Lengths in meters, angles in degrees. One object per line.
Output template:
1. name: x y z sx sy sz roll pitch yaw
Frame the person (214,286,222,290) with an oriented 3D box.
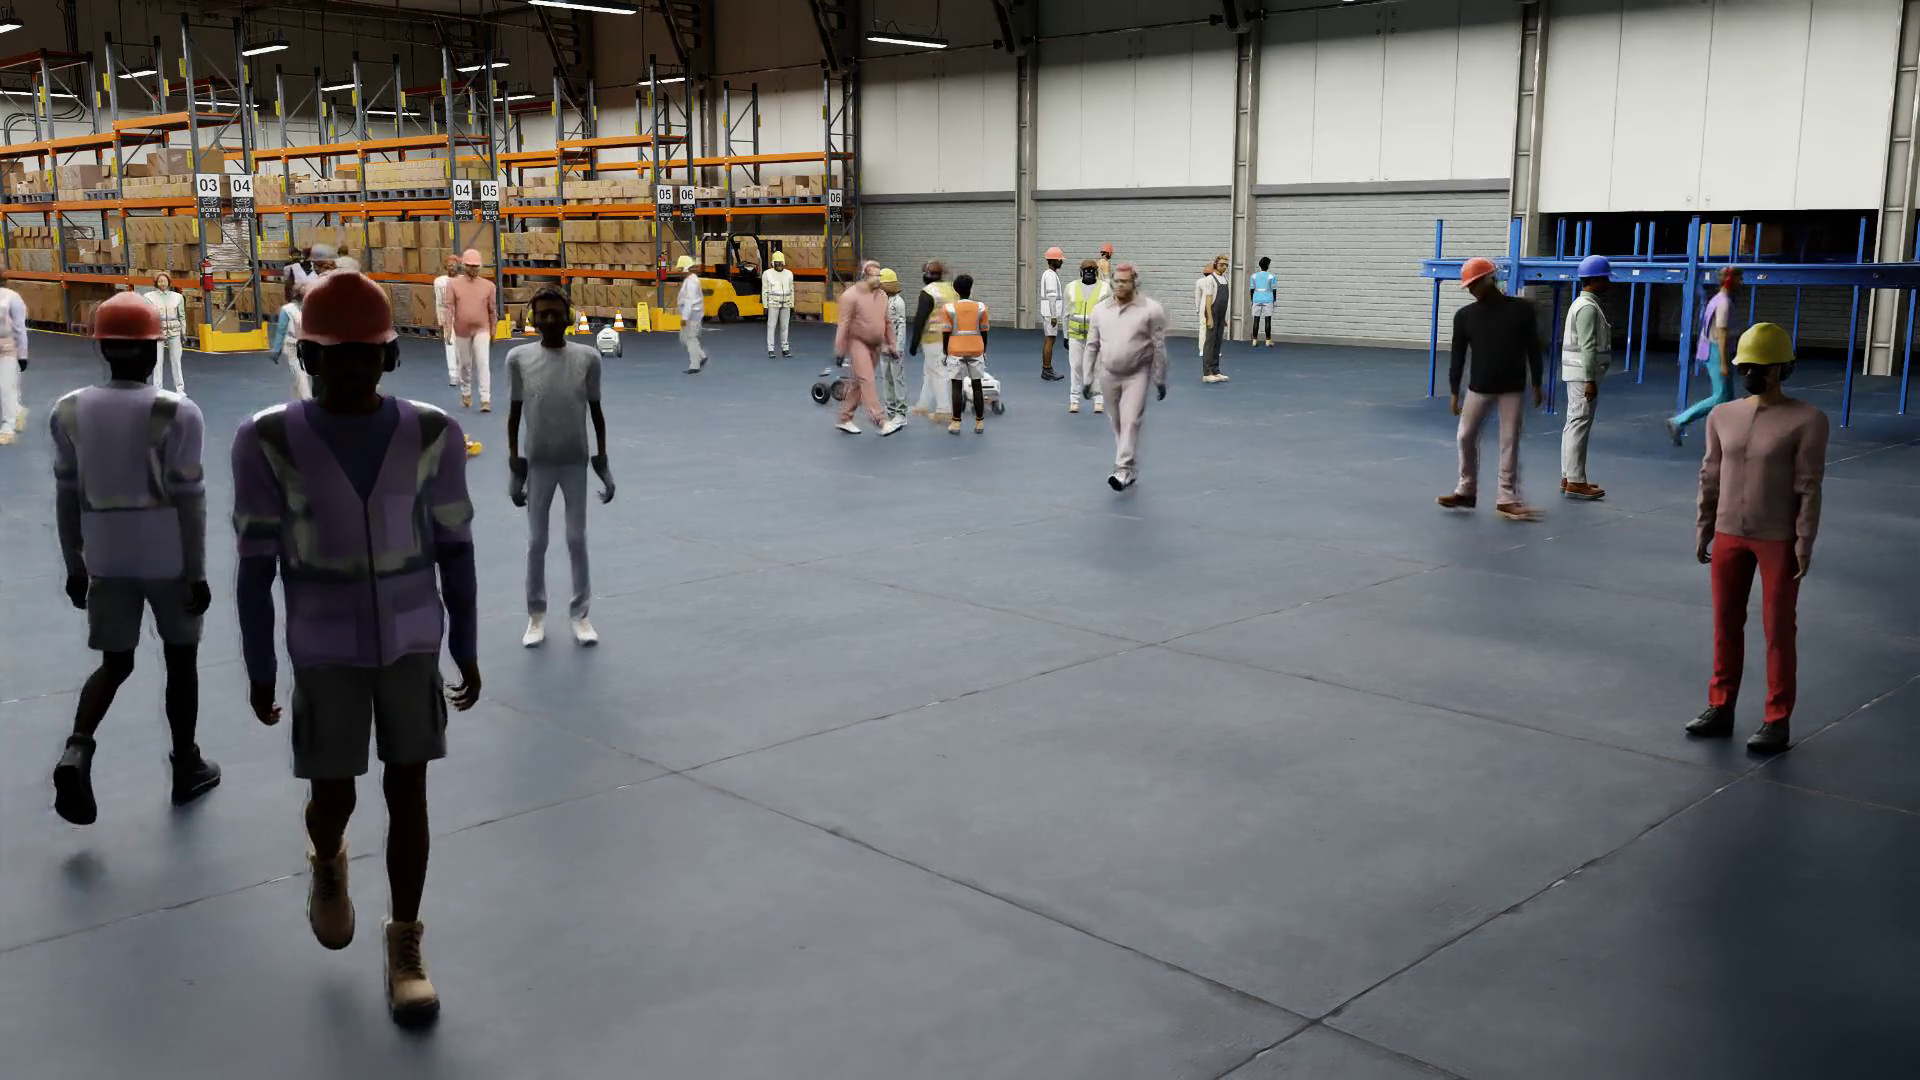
1. person: -20.860 -7.435 46.967 0.716 1.908 0.591 -5 12 -26

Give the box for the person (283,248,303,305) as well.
1. person: -12.228 -4.451 30.759 0.519 1.874 0.326 -4 11 -22

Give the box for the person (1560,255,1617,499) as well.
1. person: 5.085 -1.329 13.520 0.380 1.951 0.605 3 11 14

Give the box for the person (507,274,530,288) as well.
1. person: -12.889 -7.751 48.647 0.655 1.906 0.900 -6 12 -32

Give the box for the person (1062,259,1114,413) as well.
1. person: 1.532 -2.446 19.947 0.619 1.835 0.430 2 11 13

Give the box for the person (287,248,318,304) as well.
1. person: -12.025 -4.421 30.592 0.655 1.872 0.632 -6 12 -29

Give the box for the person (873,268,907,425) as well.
1. person: -0.786 -2.154 18.589 0.322 1.741 0.490 -6 12 -31

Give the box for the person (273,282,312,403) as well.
1. person: -7.417 -2.108 18.738 0.864 1.584 0.561 7 12 33

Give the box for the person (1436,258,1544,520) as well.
1. person: 4.028 -1.144 12.549 0.744 1.943 0.402 5 11 24

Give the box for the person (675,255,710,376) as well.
1. person: -4.085 -3.396 25.191 0.440 1.810 0.587 -3 11 -15

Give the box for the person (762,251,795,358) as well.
1. person: -3.150 -4.104 28.974 0.600 1.829 0.404 -6 12 -28

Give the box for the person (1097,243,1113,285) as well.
1. person: 3.022 -5.193 34.622 0.353 1.939 0.544 -3 11 -15

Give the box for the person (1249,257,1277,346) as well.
1. person: 5.802 -4.553 31.795 0.541 1.695 0.315 5 12 27

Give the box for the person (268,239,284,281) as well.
1. person: -19.654 -7.693 48.086 0.956 2.008 0.654 -8 13 -36

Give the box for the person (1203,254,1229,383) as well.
1. person: 3.725 -3.216 24.112 0.347 1.841 0.505 8 13 37

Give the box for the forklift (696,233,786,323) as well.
1. forklift: -5.496 -6.489 41.108 2.313 2.155 1.214 -10 14 -44

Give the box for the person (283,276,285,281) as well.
1. person: -19.714 -7.839 49.276 0.691 1.865 0.533 -2 11 -13

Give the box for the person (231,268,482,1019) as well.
1. person: -1.643 0.273 4.579 0.621 2.028 0.583 -6 12 -30

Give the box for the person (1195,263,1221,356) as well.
1. person: 4.365 -4.031 29.125 0.501 1.631 0.285 5 12 26

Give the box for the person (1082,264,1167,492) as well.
1. person: 1.319 -1.332 13.762 0.675 1.859 0.985 5 12 25

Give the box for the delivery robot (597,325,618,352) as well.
1. delivery robot: -6.200 -3.542 29.257 0.477 0.478 0.707 -2 10 -10

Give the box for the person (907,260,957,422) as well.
1. person: -0.408 -2.277 19.040 0.764 1.815 0.646 6 12 28

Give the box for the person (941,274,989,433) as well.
1. person: 0.051 -1.999 17.858 0.536 1.699 0.322 -3 11 -14

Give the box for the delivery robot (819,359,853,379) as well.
1. delivery robot: -1.459 -2.177 21.107 0.698 0.223 0.335 6 12 31

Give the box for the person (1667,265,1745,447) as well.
1. person: 7.296 -1.746 16.124 0.633 1.824 0.579 5 11 25

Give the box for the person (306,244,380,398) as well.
1. person: -7.390 -2.475 19.639 0.827 2.000 0.689 1 10 7

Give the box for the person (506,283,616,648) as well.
1. person: -2.083 -0.390 8.624 0.527 1.873 0.320 -3 11 -16

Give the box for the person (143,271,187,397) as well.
1. person: -10.341 -2.664 21.648 0.514 1.641 0.307 -8 13 -36

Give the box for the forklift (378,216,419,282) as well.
1. forklift: -17.868 -9.201 54.028 1.873 2.768 1.129 -10 14 -44

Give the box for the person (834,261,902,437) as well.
1. person: -0.965 -2.019 17.587 1.034 1.839 0.649 8 13 39

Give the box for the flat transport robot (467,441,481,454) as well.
1. flat transport robot: -5.099 -0.844 15.574 0.652 0.197 1.431 2 11 8

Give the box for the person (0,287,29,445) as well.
1. person: -9.800 -1.911 17.037 0.640 1.825 0.598 1 10 8

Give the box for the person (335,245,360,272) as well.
1. person: -13.341 -5.417 35.973 1.000 1.885 0.658 9 13 39

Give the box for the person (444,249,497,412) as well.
1. person: -5.968 -2.570 20.310 0.622 1.955 1.004 -3 11 -18

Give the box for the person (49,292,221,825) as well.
1. person: -3.000 0.073 5.989 0.552 1.916 0.783 0 10 1

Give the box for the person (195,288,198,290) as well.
1. person: -21.064 -7.331 46.409 0.841 1.884 0.620 -8 13 -37

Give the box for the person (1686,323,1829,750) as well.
1. person: 3.293 -0.017 6.900 0.337 1.757 0.518 -8 13 -36

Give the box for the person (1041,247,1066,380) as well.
1. person: 1.380 -3.346 24.553 0.362 1.935 0.553 -1 10 -3

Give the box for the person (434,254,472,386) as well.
1. person: -7.192 -3.159 23.804 0.580 1.853 0.900 -1 10 -6

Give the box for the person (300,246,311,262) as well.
1. person: -13.825 -5.305 35.390 0.354 1.883 0.576 10 14 43

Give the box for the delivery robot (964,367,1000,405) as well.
1. delivery robot: 0.261 -1.833 19.937 0.477 0.478 0.707 -2 10 -9
